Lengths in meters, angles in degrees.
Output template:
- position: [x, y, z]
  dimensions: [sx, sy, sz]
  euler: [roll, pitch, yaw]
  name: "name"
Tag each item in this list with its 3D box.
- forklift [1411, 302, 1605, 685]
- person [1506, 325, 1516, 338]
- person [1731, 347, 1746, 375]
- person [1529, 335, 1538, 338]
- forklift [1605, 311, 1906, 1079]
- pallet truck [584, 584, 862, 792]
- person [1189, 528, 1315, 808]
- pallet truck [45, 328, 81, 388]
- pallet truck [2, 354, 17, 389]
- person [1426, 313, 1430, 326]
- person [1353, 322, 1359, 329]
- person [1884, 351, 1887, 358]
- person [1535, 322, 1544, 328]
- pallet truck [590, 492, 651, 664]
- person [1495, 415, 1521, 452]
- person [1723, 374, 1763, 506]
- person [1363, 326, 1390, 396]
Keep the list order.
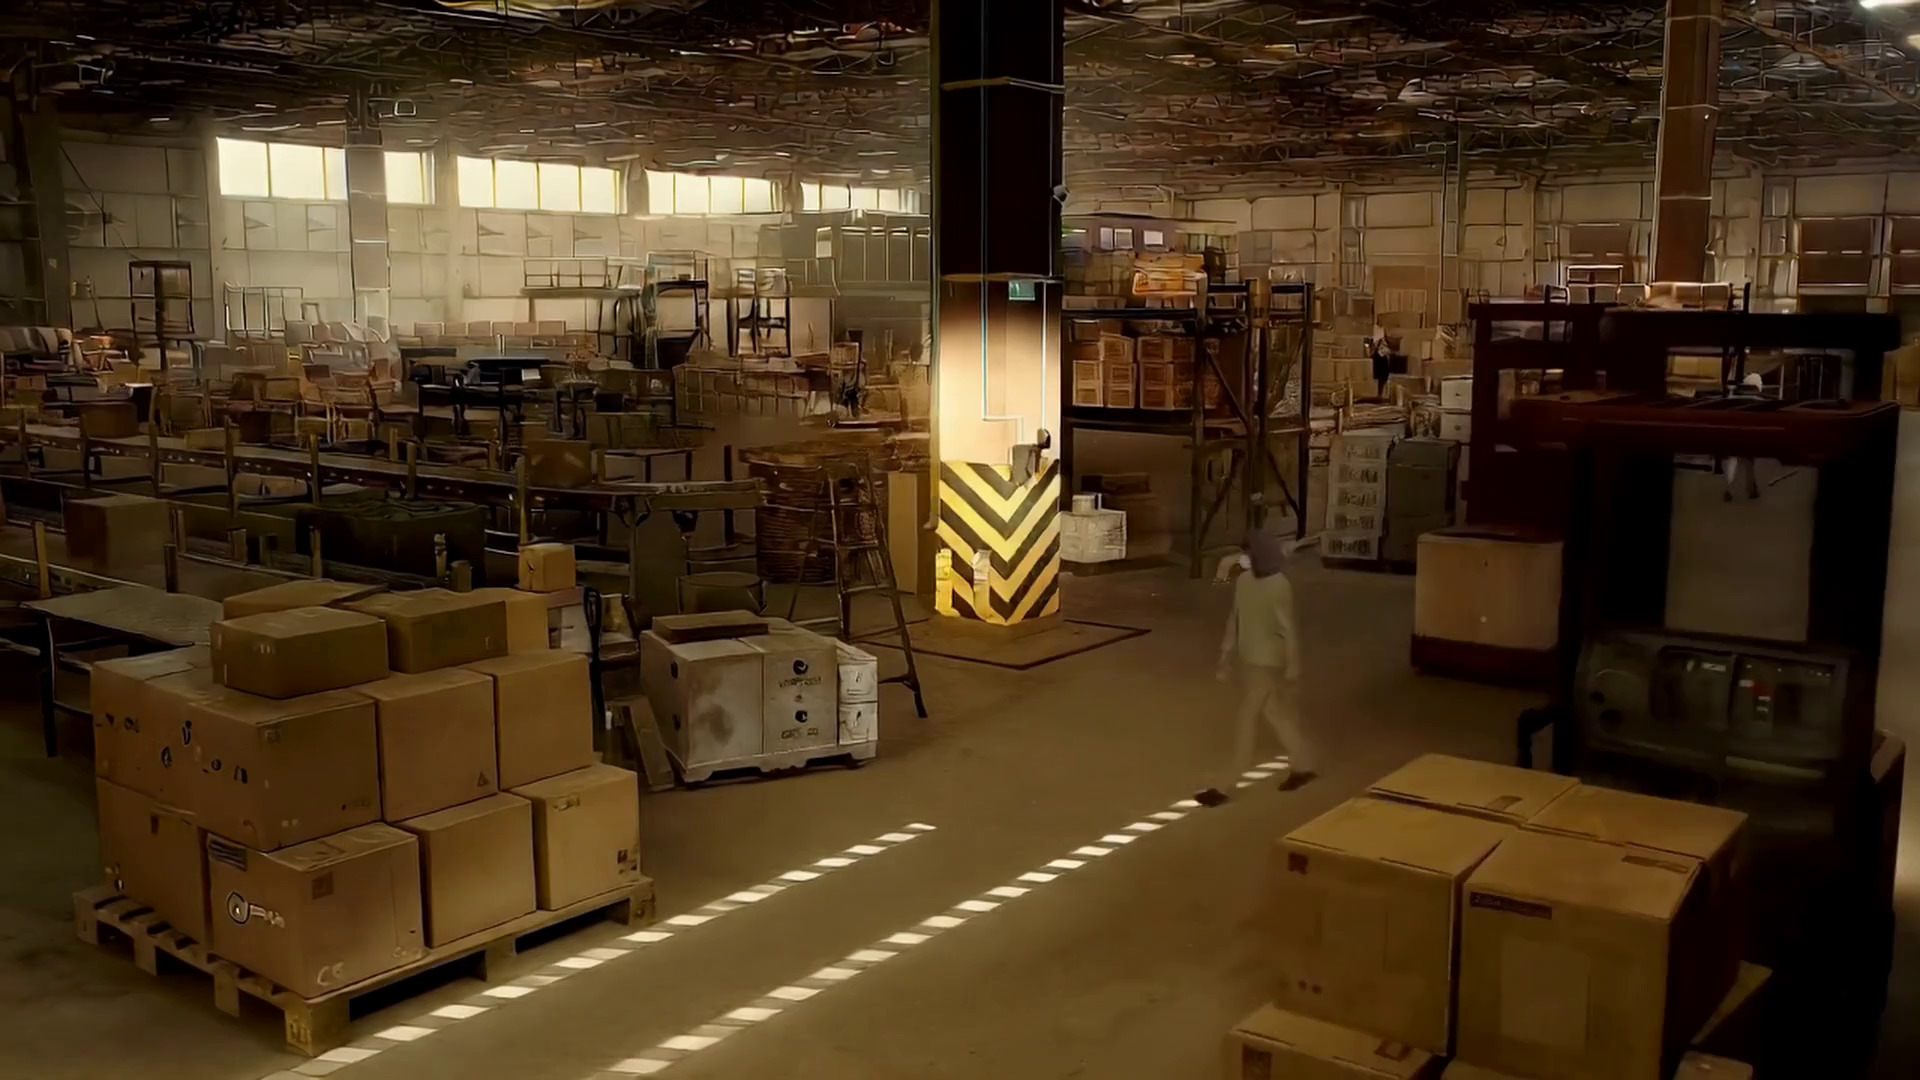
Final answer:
- position: [4.379, -0.438, 12.852]
  dimensions: [1.129, 2.768, 1.873]
  euler: [7, 11, 37]
  name: "forklift"
- position: [18.953, -6.477, 57.168]
  dimensions: [0.875, 1.814, 0.633]
  euler: [1, 8, 6]
  name: "person"
- position: [27.614, -6.811, 58.976]
  dimensions: [0.372, 1.940, 0.631]
  euler: [-5, 10, -29]
  name: "person"
- position: [13.838, -4.055, 40.625]
  dimensions: [1.019, 1.886, 0.531]
  euler: [2, 9, 11]
  name: "person"
- position: [2.967, 0.517, 6.410]
  dimensions: [1.129, 2.768, 1.873]
  euler: [6, 11, 37]
  name: "forklift"
- position: [-1.426, 0.805, 10.019]
  dimensions: [1.601, 1.201, 0.680]
  euler: [-4, 9, -26]
  name: "pallet truck"
- position: [1.713, 0.712, 9.450]
  dimensions: [0.894, 1.584, 0.516]
  euler: [-3, 9, -21]
  name: "person"
- position: [-23.775, -4.544, 43.495]
  dimensions: [1.885, 1.965, 0.823]
  euler: [6, 10, 35]
  name: "pallet truck"
- position: [-24.881, -4.417, 42.634]
  dimensions: [1.885, 1.965, 0.823]
  euler: [8, 11, 41]
  name: "pallet truck"
- position: [22.431, -9.982, 80.235]
  dimensions: [0.599, 1.967, 0.654]
  euler: [2, 9, 15]
  name: "person"
- position: [14.669, -7.127, 61.477]
  dimensions: [0.492, 1.834, 0.642]
  euler: [-2, 9, -11]
  name: "person"
- position: [33.212, -6.868, 59.603]
  dimensions: [0.400, 1.874, 0.628]
  euler: [-5, 10, -32]
  name: "person"
- position: [17.071, -5.393, 49.042]
  dimensions: [0.357, 2.047, 0.615]
  euler: [0, 8, -2]
  name: "person"
- position: [-3.115, 0.344, 12.883]
  dimensions: [0.653, 1.274, 1.630]
  euler: [7, 11, 37]
  name: "pallet truck"
- position: [5.392, -0.415, 16.695]
  dimensions: [0.369, 1.678, 0.551]
  euler: [-8, 12, -43]
  name: "person"
- position: [10.696, -1.356, 22.676]
  dimensions: [0.585, 1.806, 0.863]
  euler: [8, 11, 42]
  name: "person"
- position: [10.894, -4.547, 43.365]
  dimensions: [0.683, 2.000, 0.537]
  euler: [6, 10, 35]
  name: "person"
